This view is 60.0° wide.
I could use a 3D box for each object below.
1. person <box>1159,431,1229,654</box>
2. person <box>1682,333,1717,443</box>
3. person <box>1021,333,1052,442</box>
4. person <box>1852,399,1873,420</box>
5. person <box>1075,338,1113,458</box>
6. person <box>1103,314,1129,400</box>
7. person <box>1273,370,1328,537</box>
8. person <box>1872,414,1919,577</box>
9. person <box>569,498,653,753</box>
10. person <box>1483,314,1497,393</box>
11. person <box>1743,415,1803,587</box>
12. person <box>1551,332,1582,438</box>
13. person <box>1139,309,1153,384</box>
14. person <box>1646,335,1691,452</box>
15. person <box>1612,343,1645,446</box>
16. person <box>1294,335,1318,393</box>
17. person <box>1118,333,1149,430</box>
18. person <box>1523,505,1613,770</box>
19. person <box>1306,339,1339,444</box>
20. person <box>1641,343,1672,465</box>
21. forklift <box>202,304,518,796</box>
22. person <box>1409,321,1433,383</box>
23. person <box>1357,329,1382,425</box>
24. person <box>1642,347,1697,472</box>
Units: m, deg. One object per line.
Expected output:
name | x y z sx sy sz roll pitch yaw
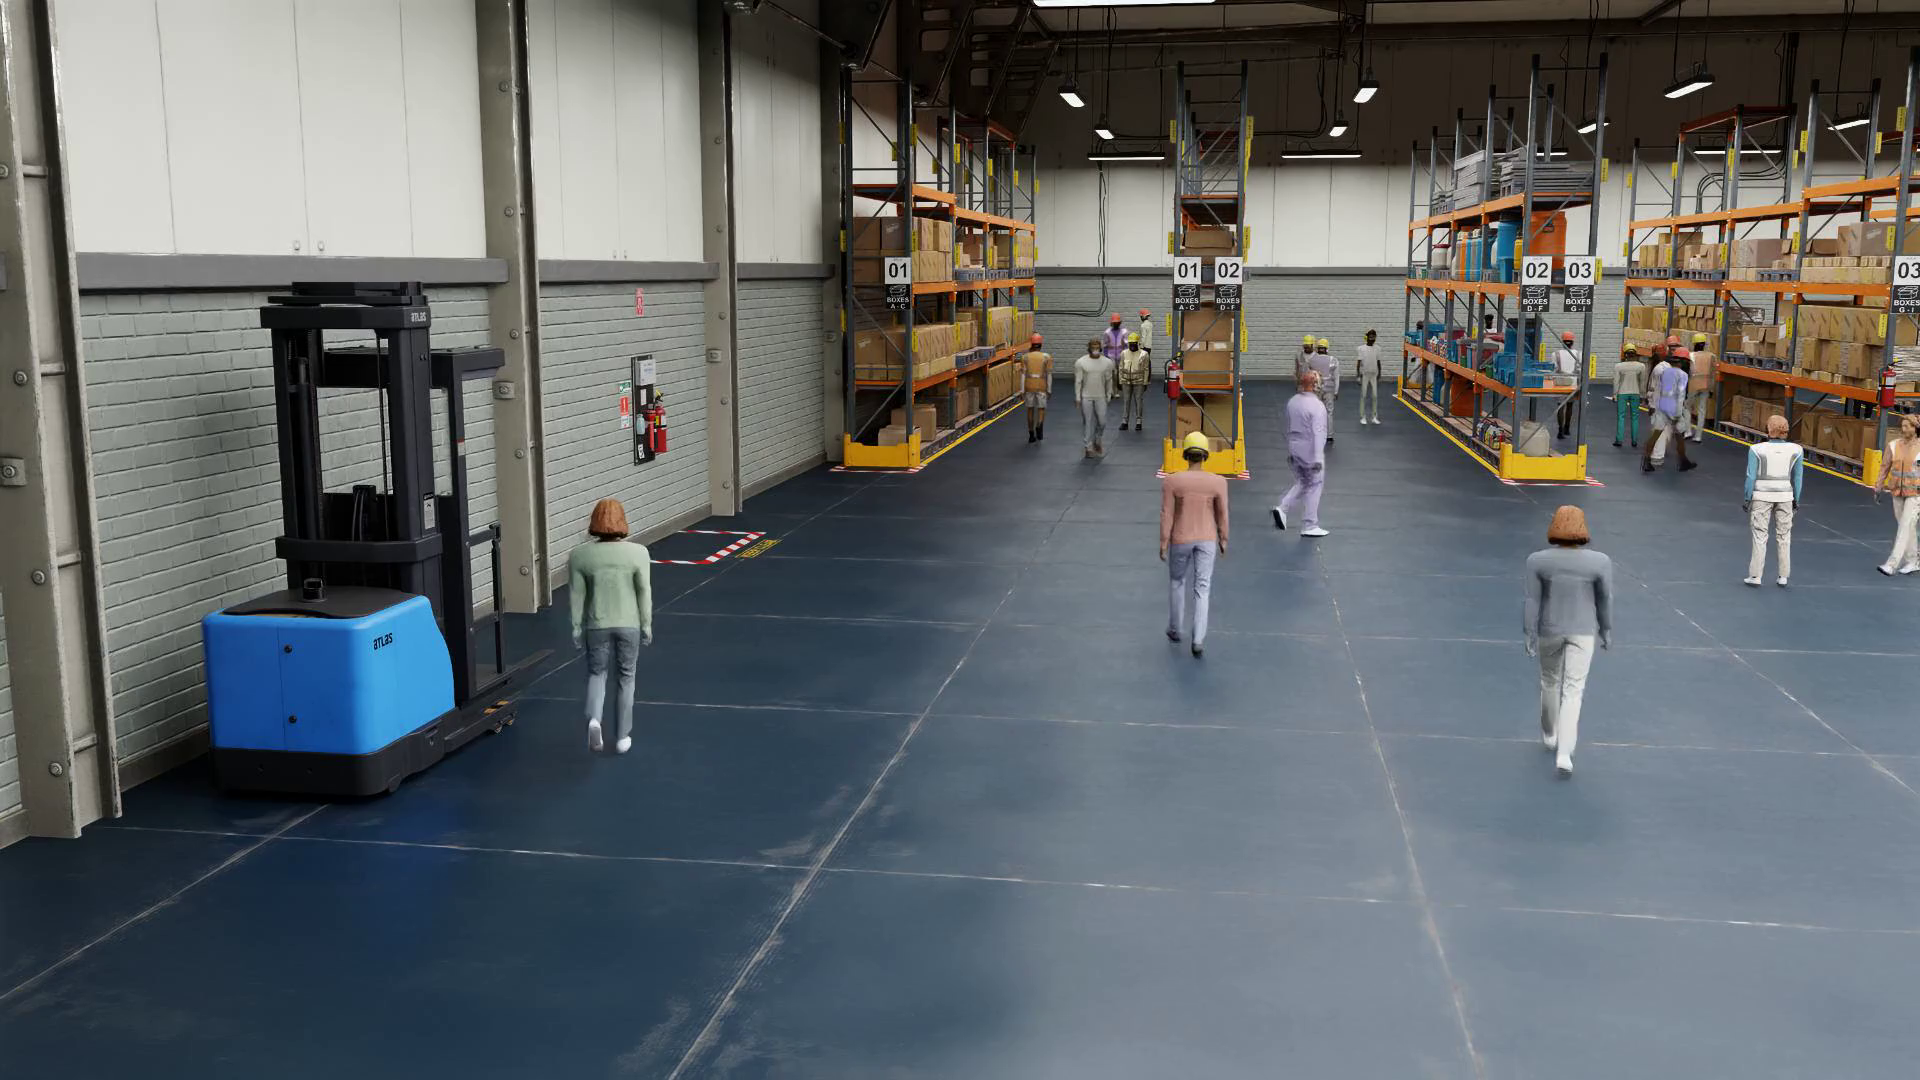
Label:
person | 1.857 0.001 13.266 0.553 1.732 0.818 0 9 2
person | 12.990 -2.682 29.301 0.609 1.905 0.569 1 9 3
person | 1.332 -2.668 29.215 0.551 1.923 0.571 1 9 5
person | 18.070 -3.325 33.241 0.592 1.922 0.392 -1 9 -4
person | 2.156 -2.282 26.820 0.635 1.925 0.434 0 9 -3
person | 3.666 -4.295 39.021 0.633 1.991 1.045 1 9 8
person | 3.900 -0.977 18.857 0.539 1.889 0.660 -4 10 -22
person | 9.258 -0.432 16.361 0.834 1.593 0.548 -5 10 -26
person | -2.156 0.551 10.277 0.504 1.619 0.523 -1 9 -4
person | 13.047 -4.623 41.141 0.613 1.946 0.425 1 9 6
person | 7.755 -0.370 15.880 0.522 1.638 0.309 1 9 7
person | 10.954 -2.814 30.127 0.566 1.900 0.890 2 10 15
person | 4.907 -5.132 44.158 0.384 1.993 0.622 5 10 26
person | 11.742 -2.411 27.553 0.638 1.947 1.008 2 10 15
person | 11.488 -2.494 28.602 0.523 1.765 0.316 1 9 6
person | 6.535 -2.933 31.223 0.598 1.787 0.914 3 10 20
person | 3.282 -3.009 31.566 0.586 1.833 0.403 4 10 21
person | 3.710 0.581 10.187 0.502 1.590 0.869 5 10 26
person | 6.330 -2.601 29.084 0.587 1.821 0.404 2 9 13
person | 10.858 -2.112 25.870 0.355 1.886 0.572 7 11 36
forklift | -3.673 -0.038 10.147 1.129 2.768 1.873 1 9 9
person | 11.185 -4.438 40.499 0.925 1.790 0.642 2 9 11
person | 8.037 -3.196 32.636 0.541 1.863 0.368 -1 9 -6
person | 10.646 -1.943 24.920 1.036 1.876 0.564 -4 10 -24
